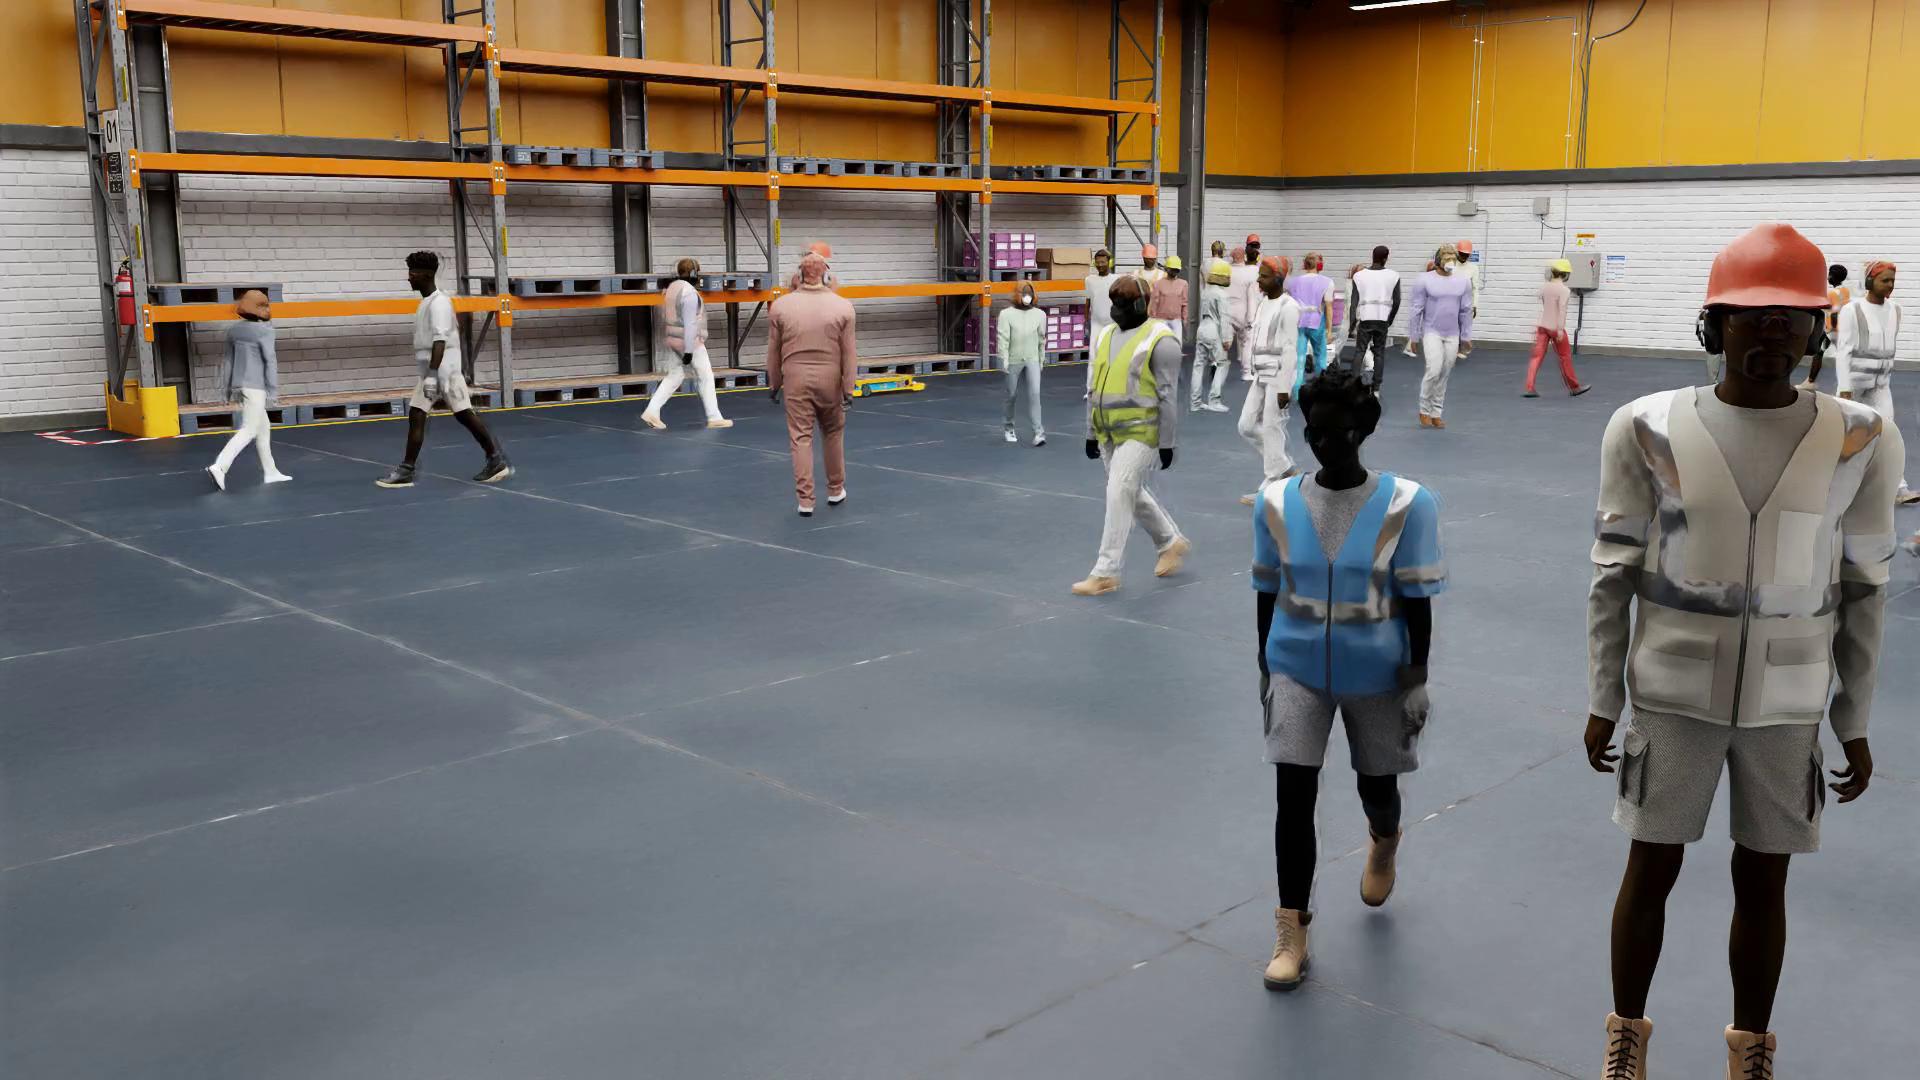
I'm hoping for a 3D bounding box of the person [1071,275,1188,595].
[{"bbox_3d":[1.007,-0.618,9.566,0.905,1.808,0.635,-7,13,-34],"label":"person"}]

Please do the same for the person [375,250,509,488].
[{"bbox_3d":[-4.187,-1.379,13.439,1.058,1.911,0.616,-7,12,-32],"label":"person"}]

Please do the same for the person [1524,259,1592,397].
[{"bbox_3d":[7.481,-2.632,20.763,0.895,1.720,0.537,-4,11,-19],"label":"person"}]

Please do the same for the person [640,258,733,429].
[{"bbox_3d":[-2.906,-2.045,17.397,0.914,1.799,0.611,-7,12,-33],"label":"person"}]

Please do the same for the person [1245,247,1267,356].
[{"bbox_3d":[4.457,-3.526,25.317,0.560,1.843,0.644,4,11,19],"label":"person"}]

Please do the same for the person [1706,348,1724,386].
[{"bbox_3d":[9.754,-2.817,21.244,0.377,1.918,0.585,6,12,30],"label":"person"}]

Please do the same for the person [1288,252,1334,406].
[{"bbox_3d":[4.251,-2.537,19.987,0.601,1.807,0.881,6,12,31],"label":"person"}]

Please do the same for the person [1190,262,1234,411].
[{"bbox_3d":[2.917,-2.332,19.131,0.458,1.715,0.489,-4,11,-22],"label":"person"}]

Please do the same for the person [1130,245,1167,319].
[{"bbox_3d":[2.694,-3.287,23.913,0.544,1.885,0.997,3,11,15],"label":"person"}]

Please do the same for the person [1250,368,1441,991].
[{"bbox_3d":[1.075,0.346,4.651,0.530,1.673,0.743,5,11,23],"label":"person"}]

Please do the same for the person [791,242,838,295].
[{"bbox_3d":[-1.709,-2.467,19.292,0.630,1.950,0.914,3,11,16],"label":"person"}]

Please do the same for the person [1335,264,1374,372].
[{"bbox_3d":[5.868,-3.311,24.827,0.513,1.596,0.867,-8,13,-37],"label":"person"}]

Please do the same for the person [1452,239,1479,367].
[{"bbox_3d":[7.580,-3.595,25.375,0.648,1.950,0.717,0,10,1],"label":"person"}]

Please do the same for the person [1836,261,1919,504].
[{"bbox_3d":[6.922,-1.205,12.699,0.604,1.827,1.007,-3,11,-15],"label":"person"}]

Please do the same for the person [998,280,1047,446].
[{"bbox_3d":[0.603,-1.706,16.078,0.508,1.591,0.842,-2,11,-13],"label":"person"}]

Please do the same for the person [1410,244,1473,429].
[{"bbox_3d":[5.036,-2.109,17.365,0.628,1.921,0.520,-2,11,-11],"label":"person"}]

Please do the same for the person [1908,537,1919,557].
[{"bbox_3d":[5.878,-0.699,9.667,0.432,1.923,0.651,2,11,8],"label":"person"}]

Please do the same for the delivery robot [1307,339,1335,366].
[{"bbox_3d":[5.260,-2.818,24.712,0.477,0.478,0.707,-4,11,-20],"label":"delivery robot"}]

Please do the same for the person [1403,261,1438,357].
[{"bbox_3d":[7.796,-3.837,27.695,0.845,1.593,0.500,1,10,3],"label":"person"}]

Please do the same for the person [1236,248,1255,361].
[{"bbox_3d":[4.587,-3.737,26.501,0.525,1.832,0.874,1,10,4],"label":"person"}]

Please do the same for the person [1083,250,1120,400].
[{"bbox_3d":[1.761,-2.611,20.350,0.541,1.834,0.863,2,11,11],"label":"person"}]

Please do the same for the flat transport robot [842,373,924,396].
[{"bbox_3d":[-1.182,-1.992,21.236,0.652,0.197,1.431,9,14,42],"label":"flat transport robot"}]

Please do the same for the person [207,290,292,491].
[{"bbox_3d":[-5.748,-1.201,13.325,0.521,1.597,0.799,6,12,29],"label":"person"}]

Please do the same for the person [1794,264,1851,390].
[{"bbox_3d":[11.393,-2.738,21.540,0.525,1.664,0.872,-8,13,-38],"label":"person"}]

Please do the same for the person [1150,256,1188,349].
[{"bbox_3d":[2.856,-3.024,22.840,0.552,1.749,0.470,-1,10,-6],"label":"person"}]

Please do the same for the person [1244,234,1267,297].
[{"bbox_3d":[5.198,-4.419,29.631,0.608,2.045,0.390,-2,11,-13],"label":"person"}]

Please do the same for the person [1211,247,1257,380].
[{"bbox_3d":[3.795,-3.115,23.017,0.630,1.867,0.857,6,12,30],"label":"person"}]

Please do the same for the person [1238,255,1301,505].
[{"bbox_3d":[2.330,-1.186,12.460,0.424,1.873,0.600,-3,11,-14],"label":"person"}]

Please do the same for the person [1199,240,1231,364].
[{"bbox_3d":[4.017,-3.718,26.098,0.364,1.939,0.636,-7,12,-33],"label":"person"}]

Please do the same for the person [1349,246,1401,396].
[{"bbox_3d":[5.232,-2.754,20.988,0.626,1.885,0.554,2,11,13],"label":"person"}]

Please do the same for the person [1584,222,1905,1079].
[{"bbox_3d":[1.693,0.343,3.658,0.607,2.048,0.370,3,11,16],"label":"person"}]

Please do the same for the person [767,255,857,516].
[{"bbox_3d":[-1.083,-1.147,12.252,0.662,1.872,0.881,0,10,-3],"label":"person"}]

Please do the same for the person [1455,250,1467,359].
[{"bbox_3d":[8.123,-3.864,27.151,0.506,1.845,0.344,-5,12,-26],"label":"person"}]
